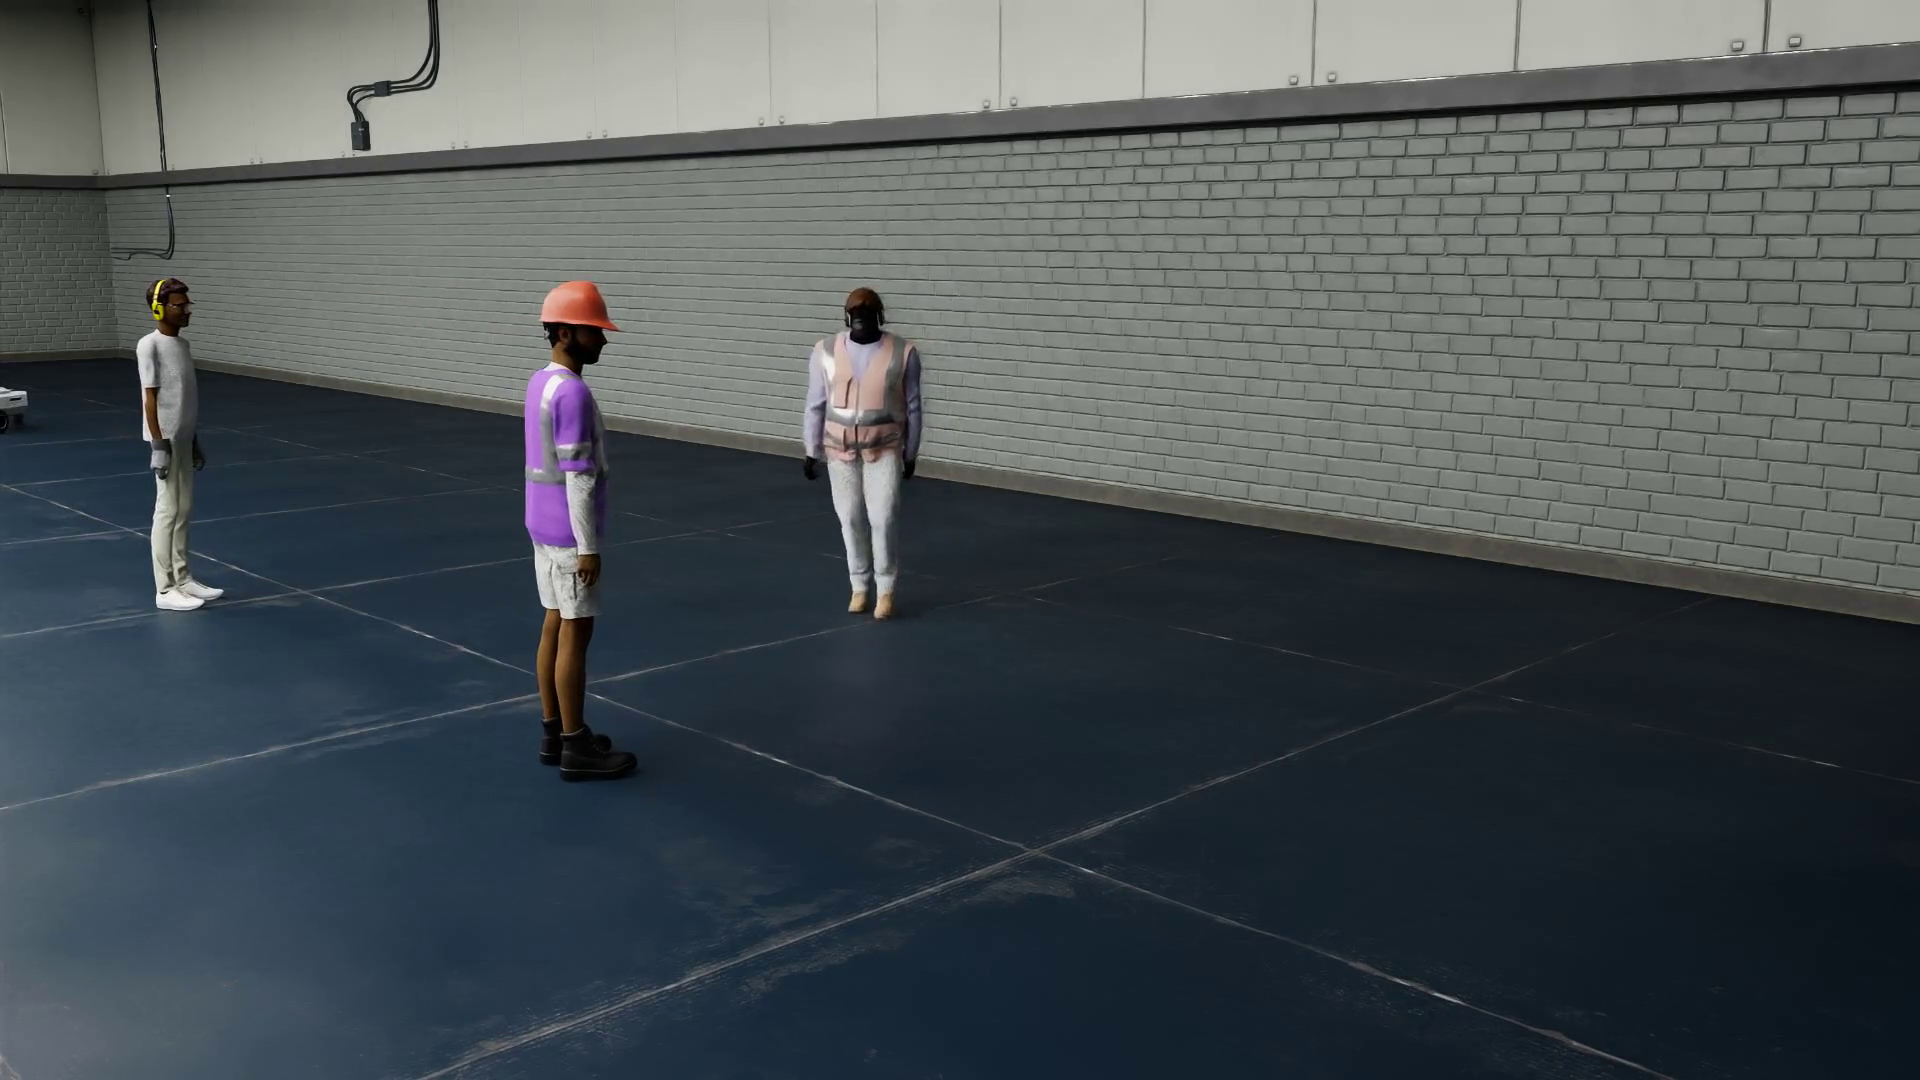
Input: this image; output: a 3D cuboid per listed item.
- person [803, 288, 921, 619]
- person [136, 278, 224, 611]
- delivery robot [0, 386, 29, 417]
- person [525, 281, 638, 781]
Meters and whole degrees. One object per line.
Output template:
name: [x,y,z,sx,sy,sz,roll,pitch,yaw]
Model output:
person: [-0.555,-0.469,9.195,0.632,1.822,0.649,2,11,8]
person: [-4.477,-0.554,9.514,0.329,1.871,0.513,0,10,-2]
delivery robot: [-10.501,-1.493,18.084,0.477,0.478,0.707,2,11,9]
person: [-1.513,-0.043,6.551,0.376,1.934,0.547,-5,12,-27]
